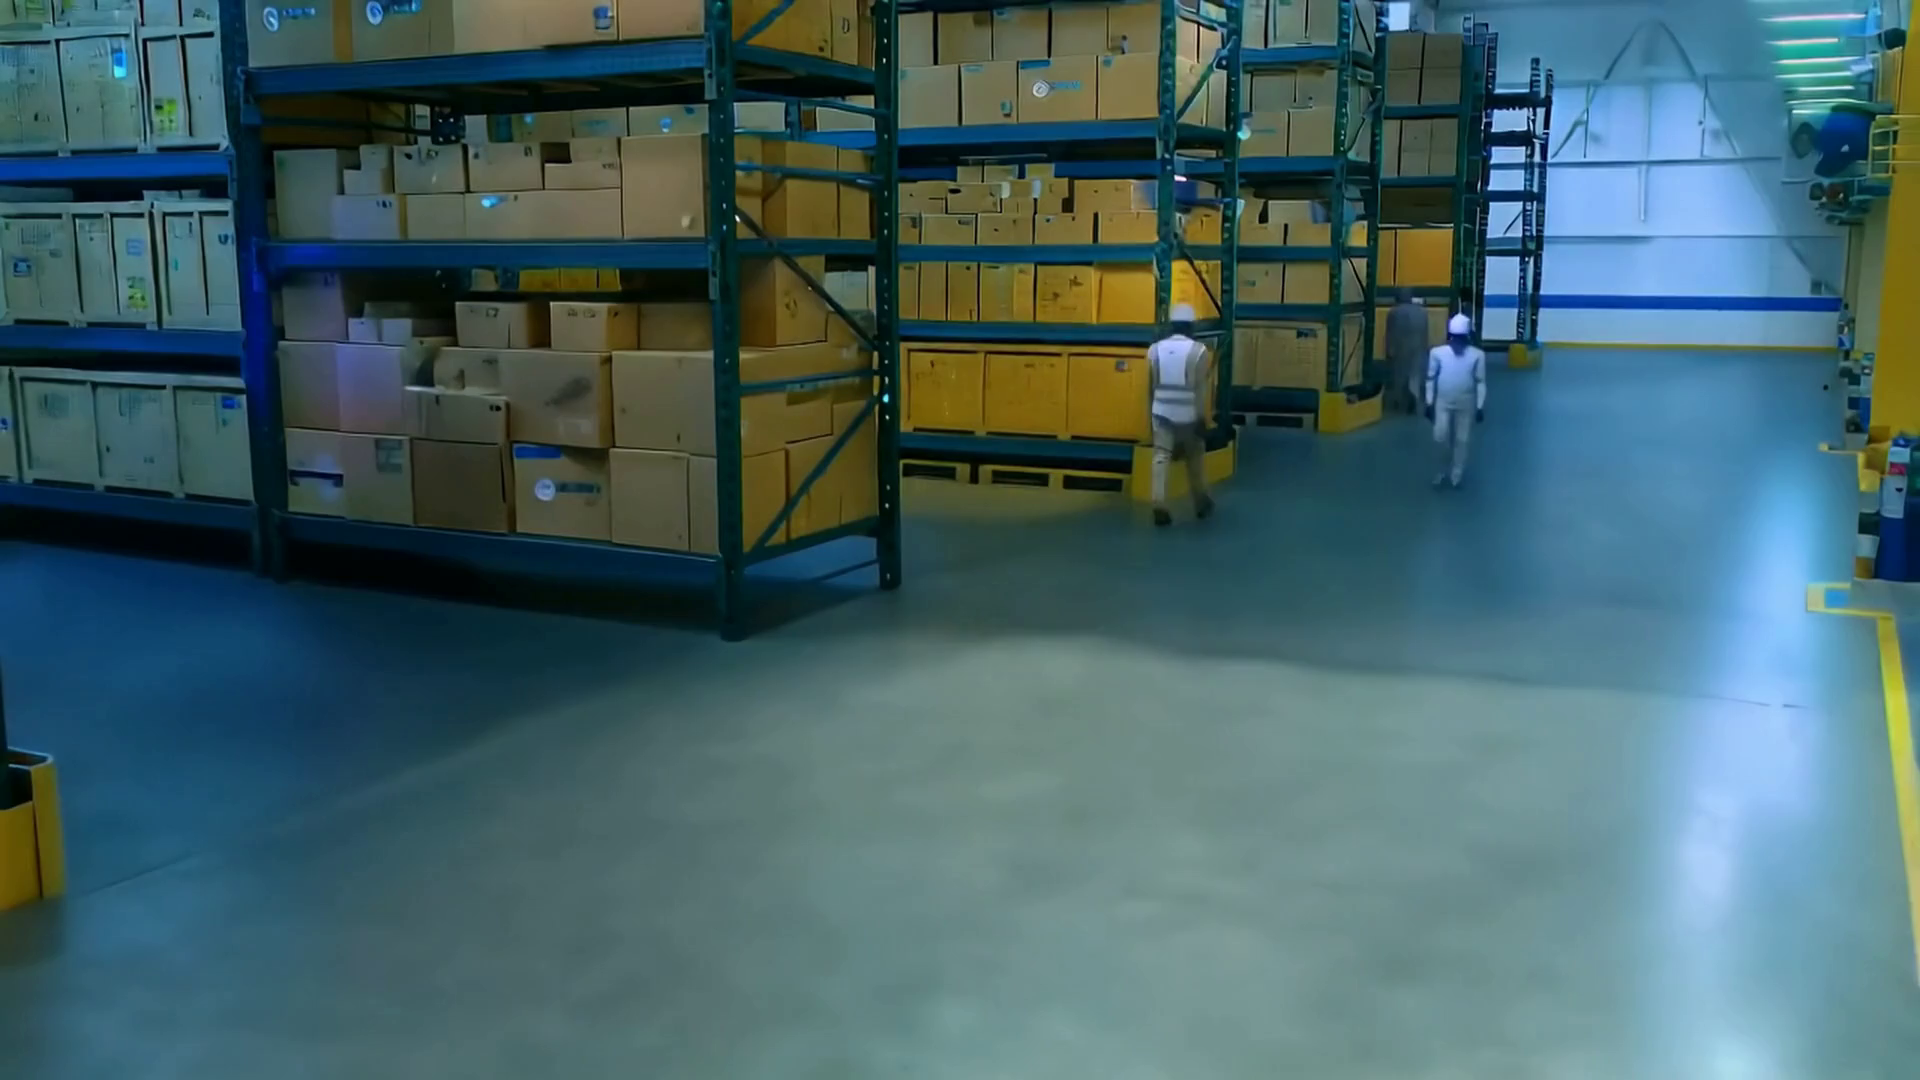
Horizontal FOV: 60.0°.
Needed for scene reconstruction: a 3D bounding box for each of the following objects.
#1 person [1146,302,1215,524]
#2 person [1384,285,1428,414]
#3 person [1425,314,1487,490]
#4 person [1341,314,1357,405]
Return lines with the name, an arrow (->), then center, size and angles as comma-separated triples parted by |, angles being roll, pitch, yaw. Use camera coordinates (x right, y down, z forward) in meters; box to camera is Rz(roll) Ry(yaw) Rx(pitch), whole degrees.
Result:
person -> 1.944, -1.121, 14.560 | 0.639, 1.896, 0.965 | 6, 11, 30
person -> 6.499, -2.776, 24.239 | 0.643, 1.879, 0.894 | 1, 10, 4
person -> 4.836, -1.335, 16.270 | 0.596, 1.731, 0.555 | 4, 11, 23
person -> 5.598, -2.716, 24.357 | 0.927, 1.711, 0.529 | 7, 12, 34
